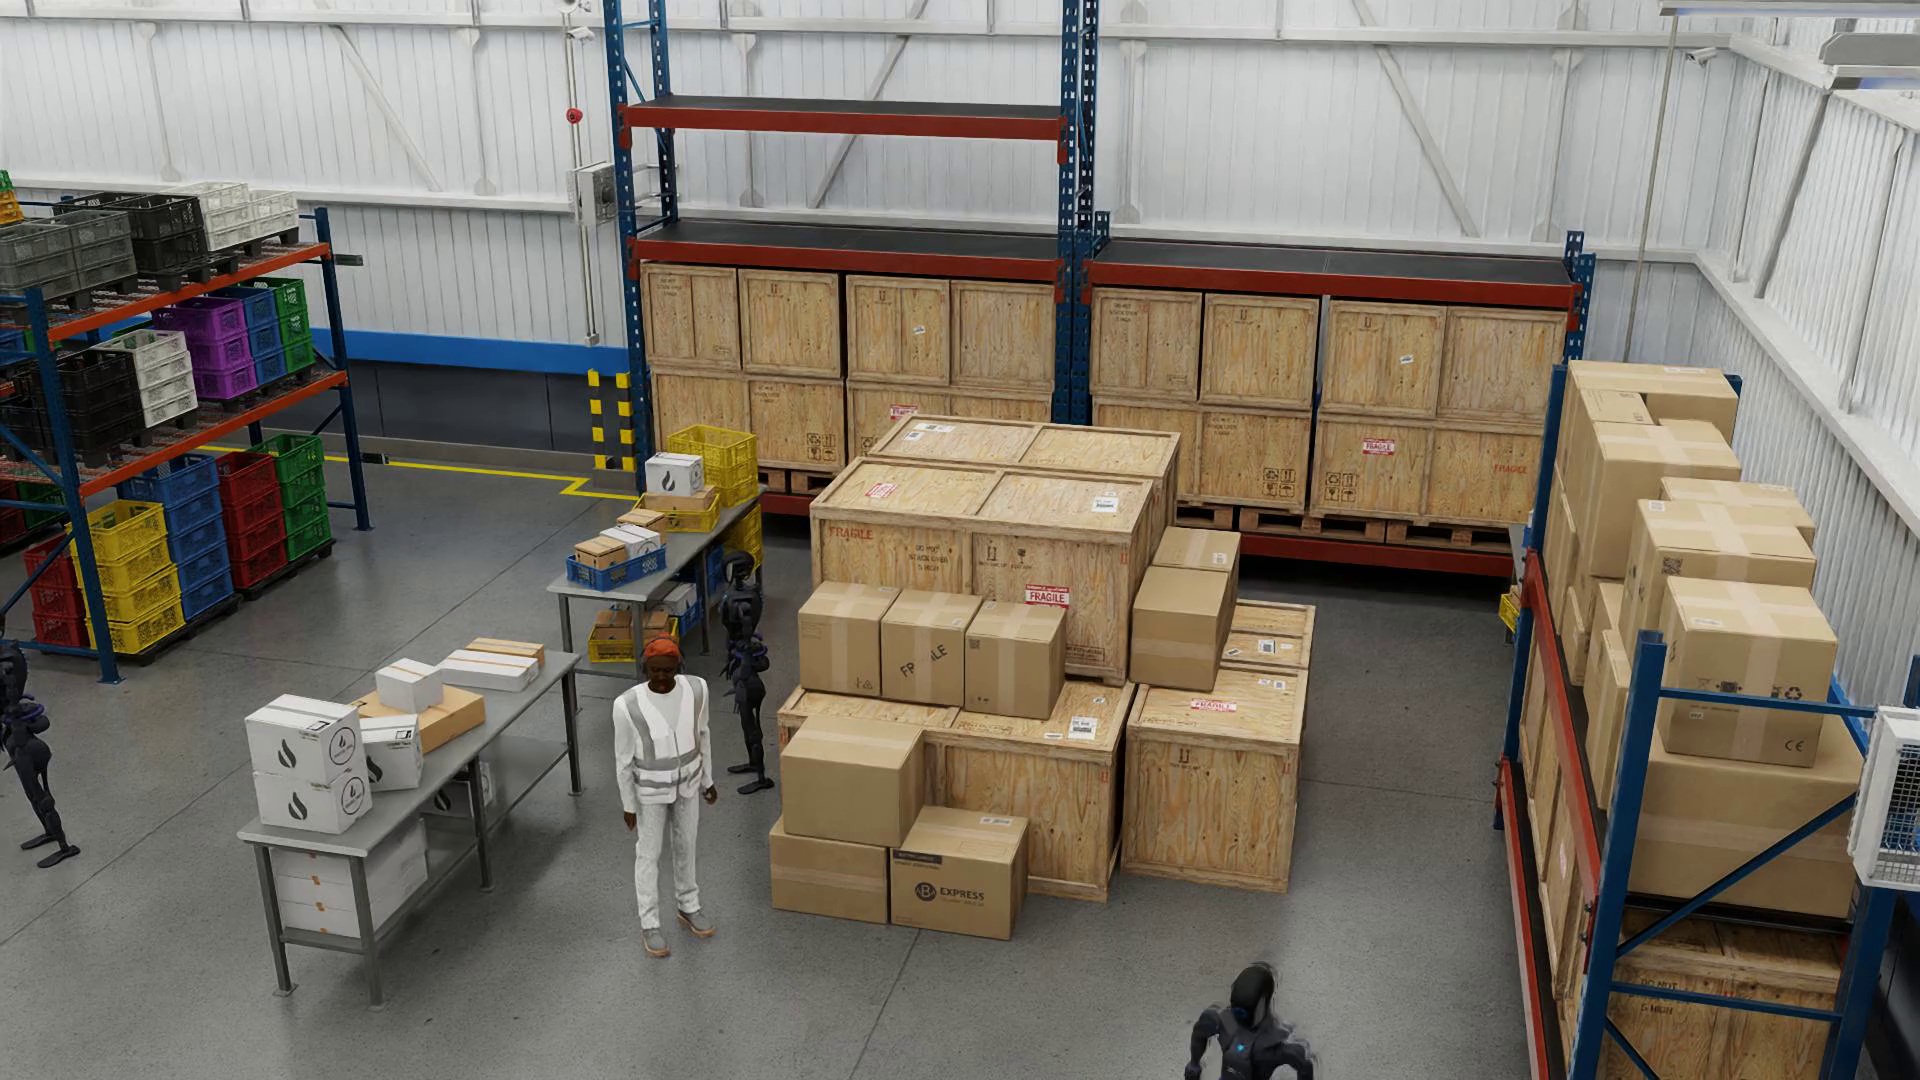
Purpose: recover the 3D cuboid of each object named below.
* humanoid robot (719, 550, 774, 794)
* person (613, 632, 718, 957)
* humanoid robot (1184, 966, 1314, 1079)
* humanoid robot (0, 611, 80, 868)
[{"bbox_3d":[-1.426,0.843,10.849,0.330,1.657,0.584,-7,22,-17],"label":"humanoid robot"},{"bbox_3d":[-1.608,1.379,9.179,0.573,1.881,0.357,-15,26,-35],"label":"person"},{"bbox_3d":[1.190,2.409,6.772,0.642,1.638,0.451,15,25,33],"label":"humanoid robot"},{"bbox_3d":[-5.667,1.173,10.004,0.328,1.651,0.572,-20,28,-41],"label":"humanoid robot"}]
